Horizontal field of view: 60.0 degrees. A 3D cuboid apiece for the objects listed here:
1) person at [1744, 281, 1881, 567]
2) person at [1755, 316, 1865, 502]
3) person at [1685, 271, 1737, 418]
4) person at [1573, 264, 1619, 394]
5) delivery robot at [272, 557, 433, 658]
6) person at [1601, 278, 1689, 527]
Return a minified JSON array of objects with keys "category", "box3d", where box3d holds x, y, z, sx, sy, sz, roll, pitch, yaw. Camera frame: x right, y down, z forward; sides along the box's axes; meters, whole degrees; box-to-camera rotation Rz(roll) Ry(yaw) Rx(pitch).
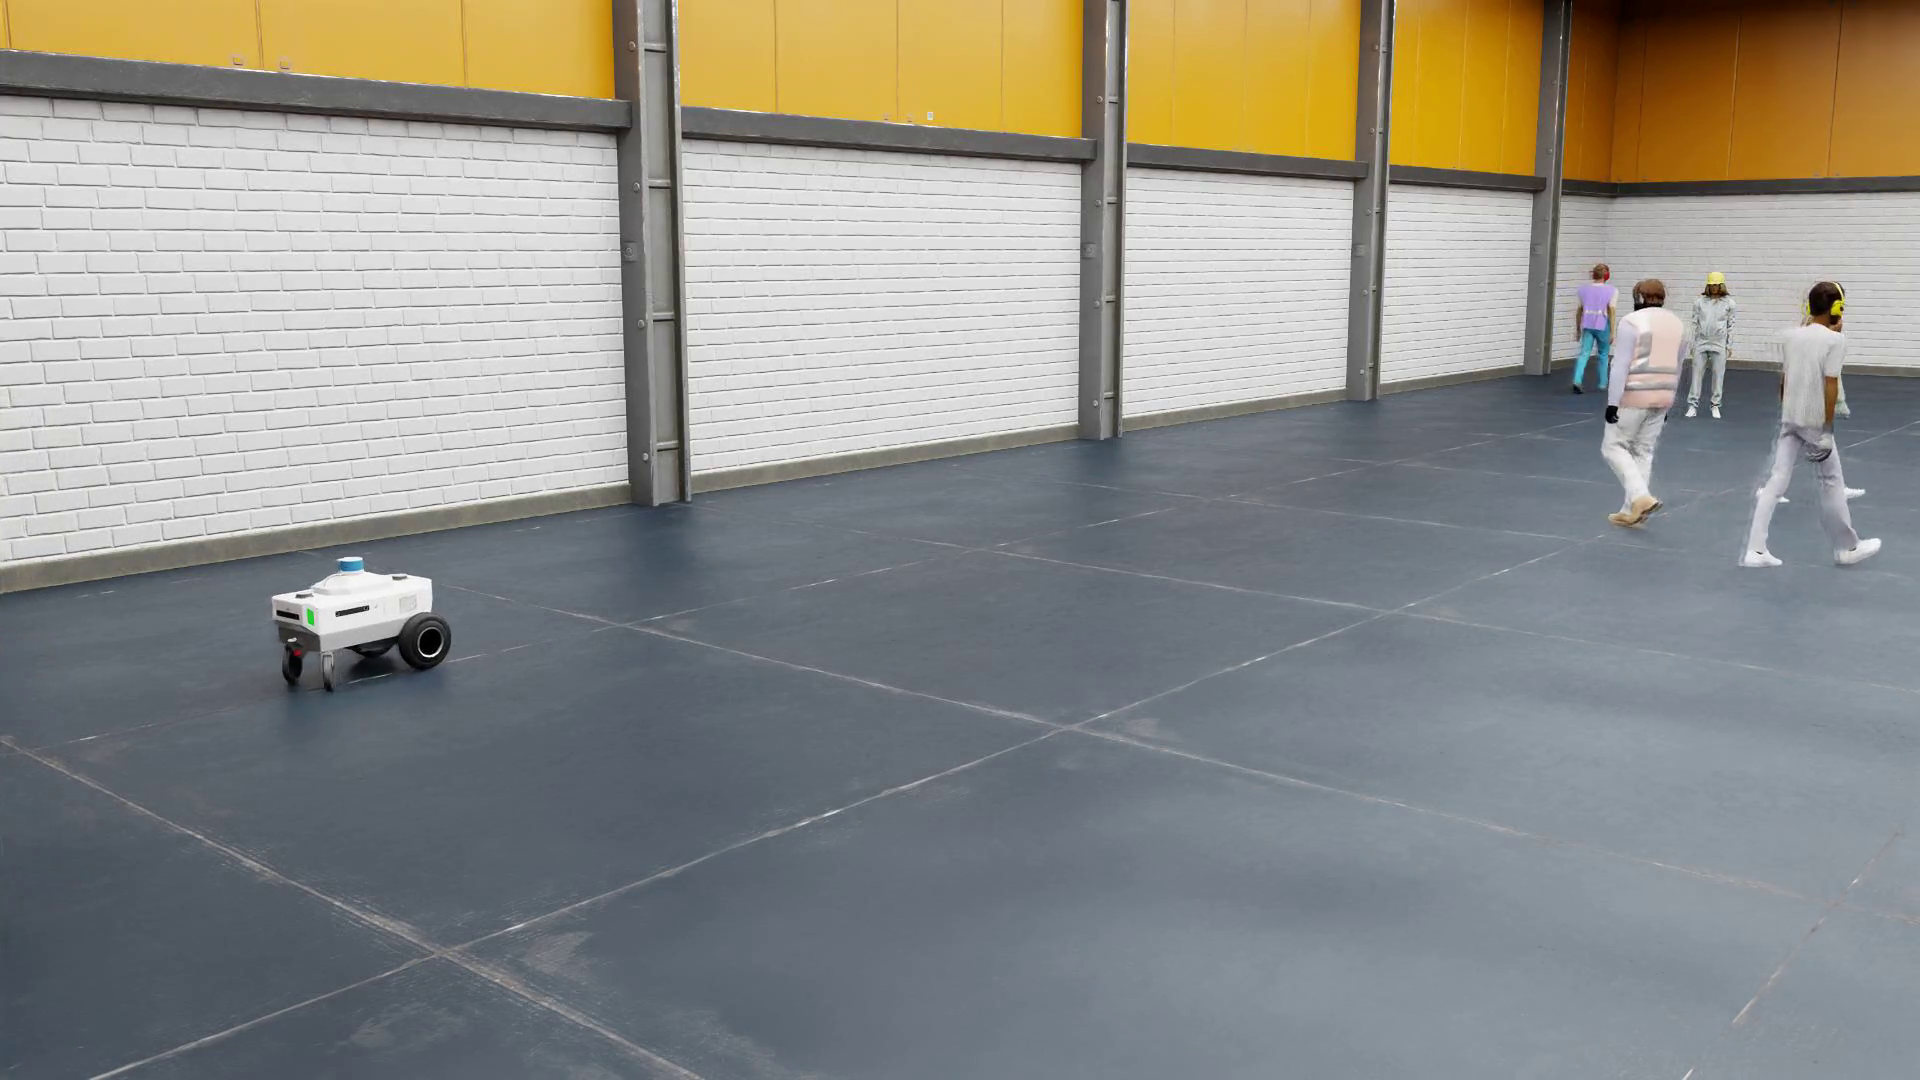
[{"category":"person","box3d":[5.424,-0.723,10.554,0.958,1.810,0.523,-4,11,-21]},{"category":"person","box3d":[6.785,-1.077,13.194,0.863,1.590,0.497,2,10,10]},{"category":"person","box3d":[8.973,-2.325,19.863,0.486,1.744,0.310,5,11,28]},{"category":"person","box3d":[8.844,-2.941,23.191,0.578,1.811,0.935,9,13,41]},{"category":"delivery robot","box3d":[-2.876,0.324,7.897,0.477,0.478,0.707,7,12,35]},{"category":"person","box3d":[4.950,-0.981,12.037,0.667,1.813,0.471,-4,11,-22]}]
